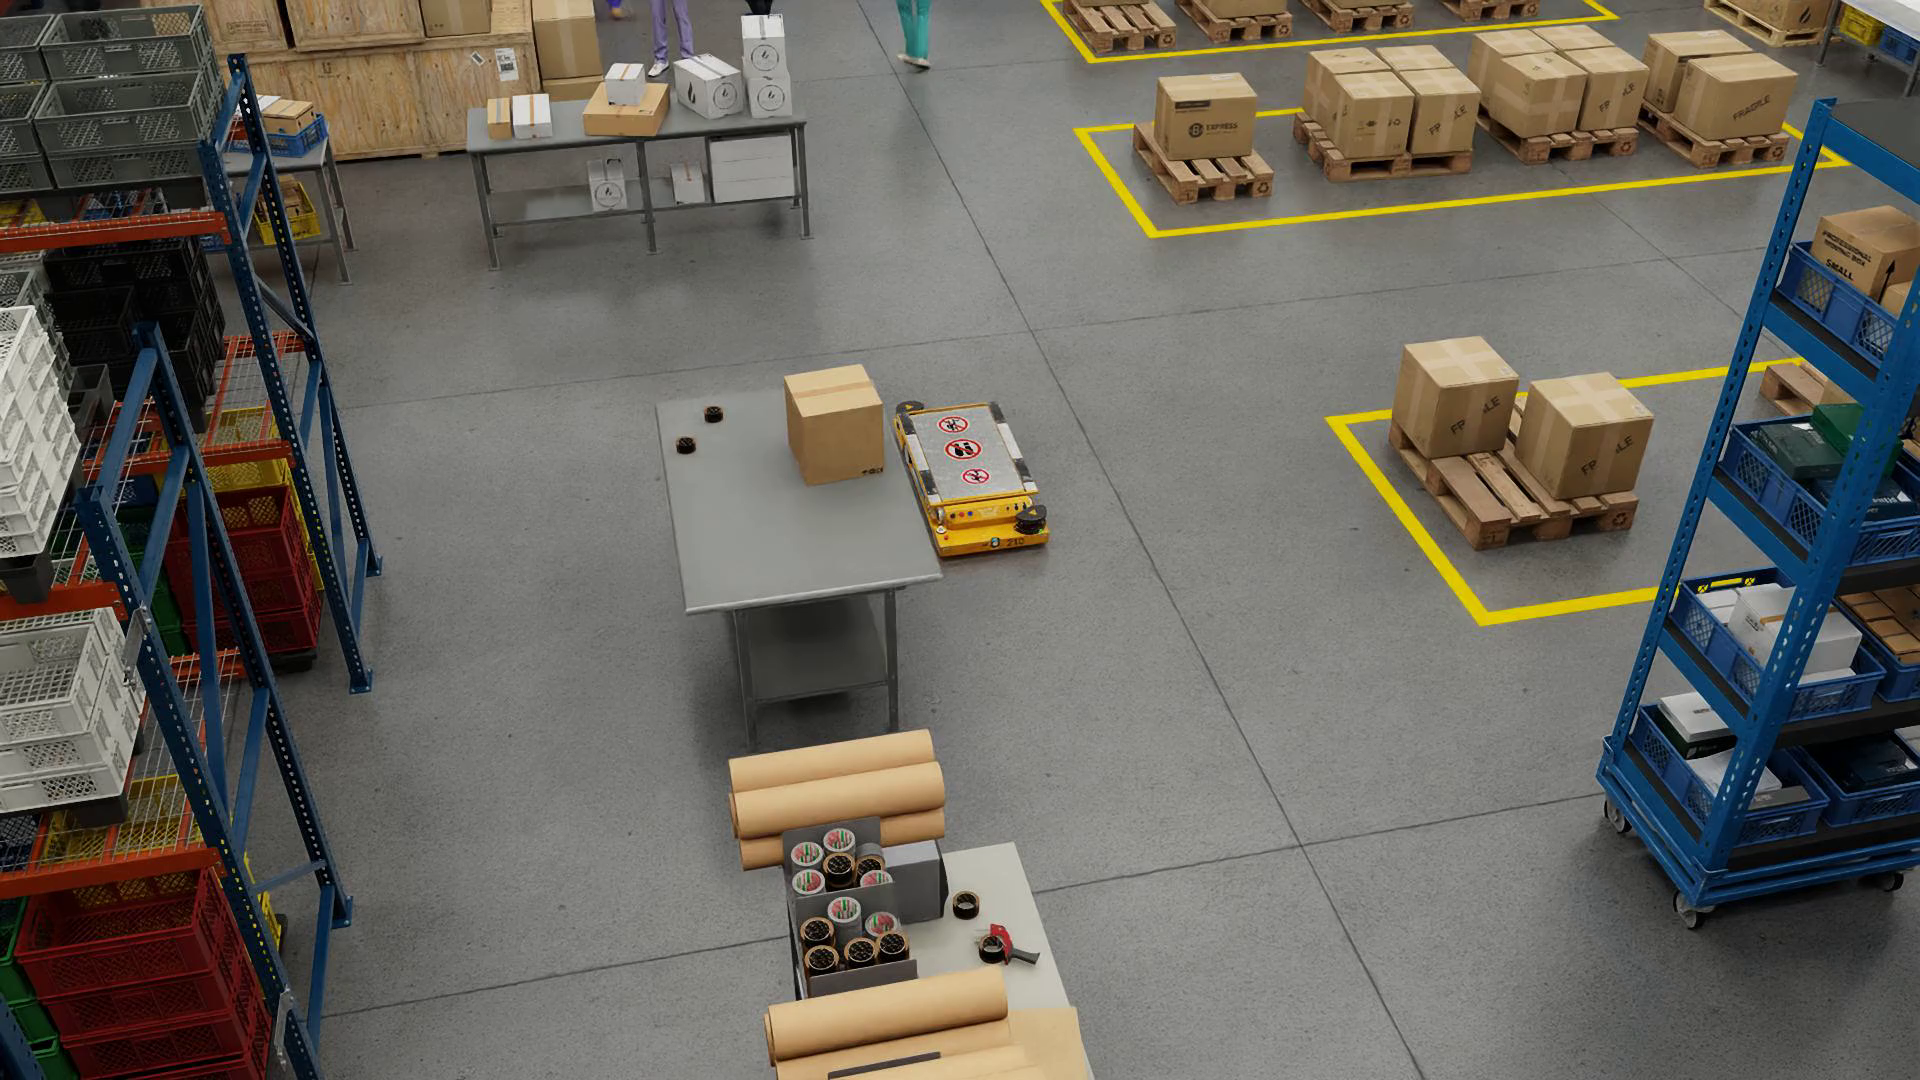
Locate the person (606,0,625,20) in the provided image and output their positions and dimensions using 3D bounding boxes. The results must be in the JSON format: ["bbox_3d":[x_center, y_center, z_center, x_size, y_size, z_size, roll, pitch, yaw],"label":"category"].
[{"bbox_3d":[-3.782,-6.117,16.292,0.807,2.000,0.595,-3,37,-5],"label":"person"}]

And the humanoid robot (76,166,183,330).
[{"bbox_3d":[-5.463,-1.916,10.937,0.609,1.657,0.310,-28,45,-32],"label":"humanoid robot"}]

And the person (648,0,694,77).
[{"bbox_3d":[-2.687,-5.174,15.115,0.593,1.929,0.349,5,37,7],"label":"person"}]

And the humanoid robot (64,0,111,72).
[{"bbox_3d":[-7.223,-4.106,13.907,0.418,1.639,0.621,-13,39,-16],"label":"humanoid robot"}]

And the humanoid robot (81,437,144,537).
[{"bbox_3d":[-4.973,-0.752,9.383,0.363,1.647,0.574,-25,43,-30],"label":"humanoid robot"}]

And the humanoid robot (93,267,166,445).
[{"bbox_3d":[-4.628,-0.775,9.402,0.599,1.657,0.315,-15,39,-19],"label":"humanoid robot"}]

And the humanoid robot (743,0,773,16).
[{"bbox_3d":[-1.668,-4.227,14.052,0.333,1.651,0.571,-3,37,-4],"label":"humanoid robot"}]

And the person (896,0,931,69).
[{"bbox_3d":[-0.437,-5.201,15.304,0.582,1.757,0.445,-8,37,-11],"label":"person"}]

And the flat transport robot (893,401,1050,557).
[{"bbox_3d":[0.046,-0.430,10.108,0.652,0.197,1.431,-8,37,-10],"label":"flat transport robot"}]
